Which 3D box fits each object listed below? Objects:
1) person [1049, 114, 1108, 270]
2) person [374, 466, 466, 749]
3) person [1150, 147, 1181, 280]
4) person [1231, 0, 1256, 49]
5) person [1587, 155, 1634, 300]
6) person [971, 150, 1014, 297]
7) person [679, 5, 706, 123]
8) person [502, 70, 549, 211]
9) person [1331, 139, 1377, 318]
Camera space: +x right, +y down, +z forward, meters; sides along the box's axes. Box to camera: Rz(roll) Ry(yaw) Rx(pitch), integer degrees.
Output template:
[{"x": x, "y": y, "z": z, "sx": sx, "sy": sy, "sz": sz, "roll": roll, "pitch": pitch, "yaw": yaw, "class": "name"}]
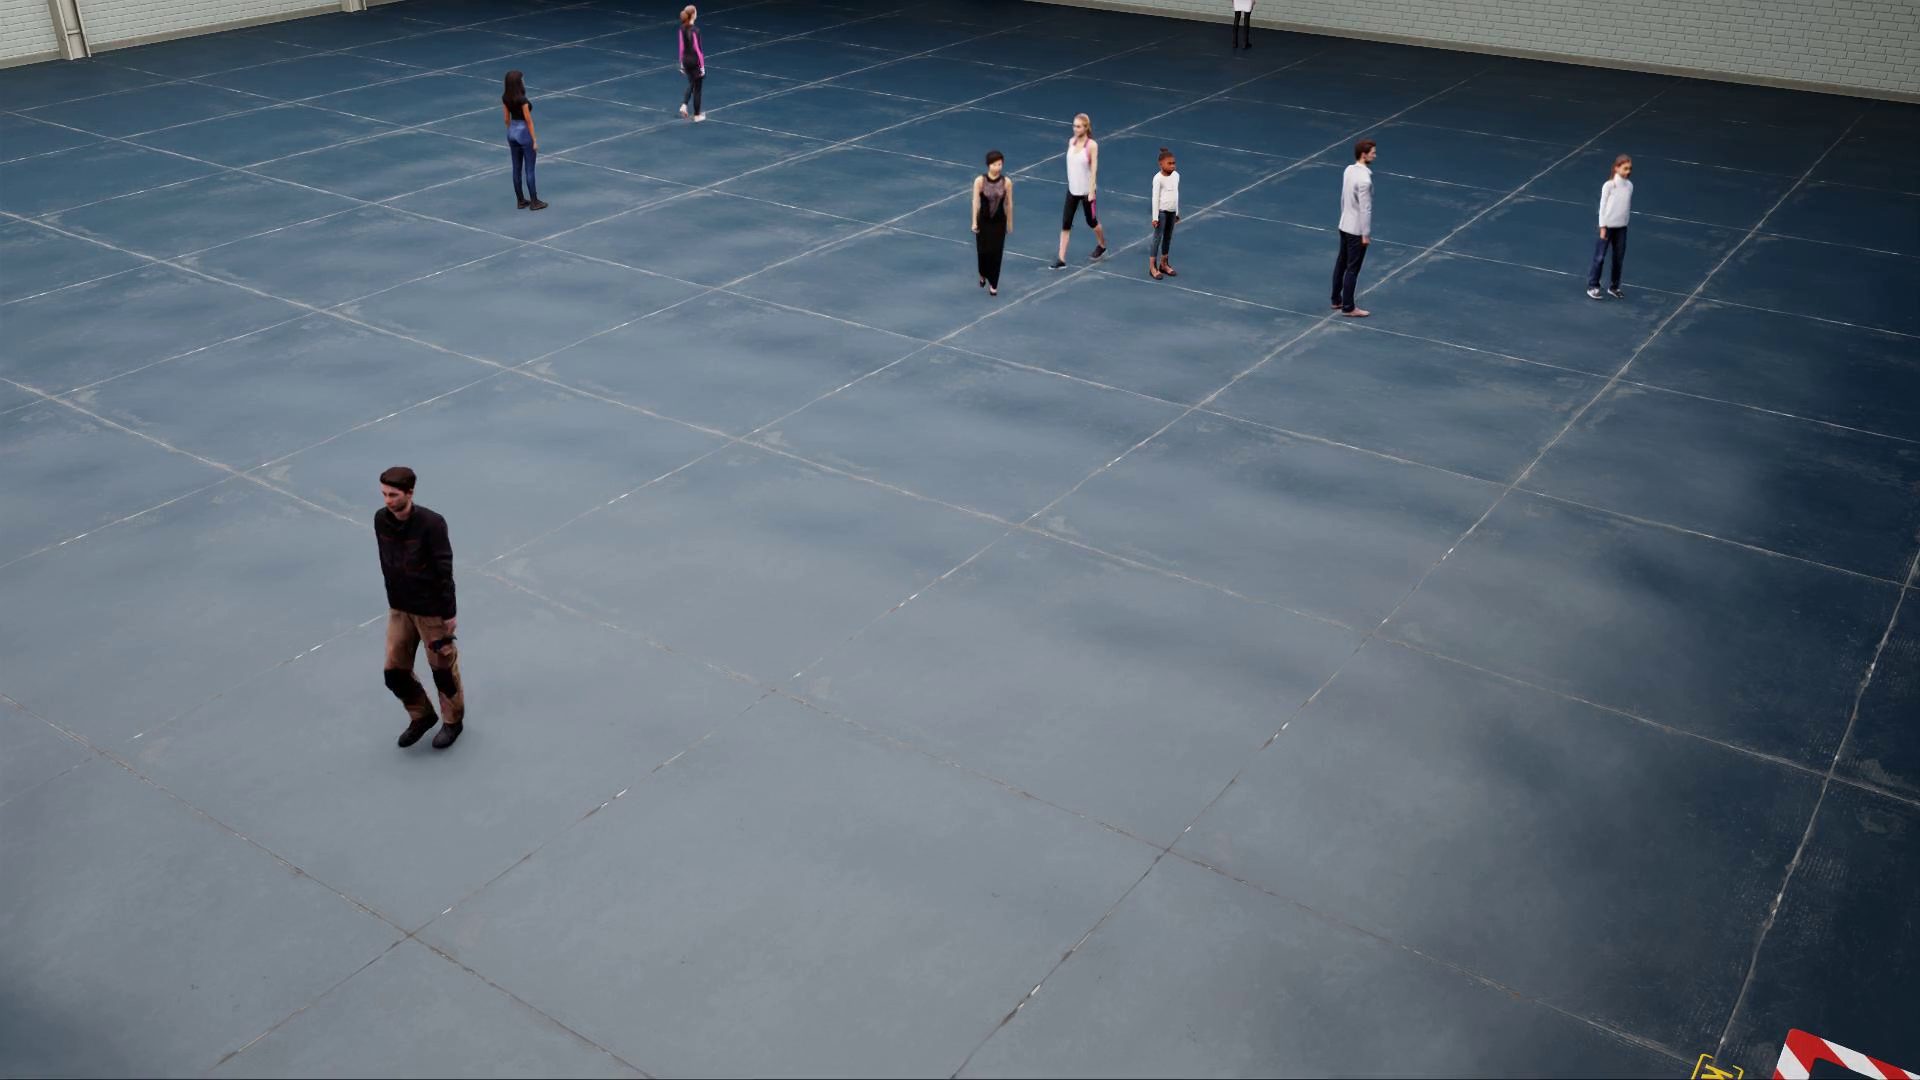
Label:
[{"x": 1.460, "y": -3.953, "z": 18.917, "sx": 0.738, "sy": 1.734, "sz": 1.207, "roll": 24, "pitch": 36, "yaw": 38, "class": "person"}, {"x": -3.281, "y": 0.389, "z": 10.290, "sx": 0.807, "sy": 1.913, "sz": 0.804, "roll": 6, "pitch": 28, "yaw": 11, "class": "person"}, {"x": 2.308, "y": -3.688, "z": 18.710, "sx": 0.495, "sy": 1.452, "sz": 0.645, "roll": -20, "pitch": 33, "yaw": -34, "class": "person"}, {"x": 5.207, "y": -9.971, "z": 30.528, "sx": 0.667, "sy": 1.805, "sz": 0.644, "roll": 12, "pitch": 30, "yaw": 22, "class": "person"}, {"x": 7.056, "y": -3.416, "z": 18.075, "sx": 0.693, "sy": 1.551, "sz": 0.751, "roll": -4, "pitch": 28, "yaw": -8, "class": "person"}, {"x": 0.331, "y": -3.468, "z": 18.132, "sx": 0.728, "sy": 1.590, "sz": 0.786, "roll": -4, "pitch": 27, "yaw": -7, "class": "person"}, {"x": -4.109, "y": -7.188, "z": 25.196, "sx": 0.583, "sy": 1.738, "sz": 0.697, "roll": 16, "pitch": 31, "yaw": 29, "class": "person"}, {"x": -5.566, "y": -5.071, "z": 21.084, "sx": 0.592, "sy": 1.739, "sz": 0.571, "roll": 13, "pitch": 30, "yaw": 23, "class": "person"}, {"x": 4.149, "y": -3.298, "z": 17.520, "sx": 0.816, "sy": 1.848, "sz": 0.761, "roll": -5, "pitch": 28, "yaw": -10, "class": "person"}]
